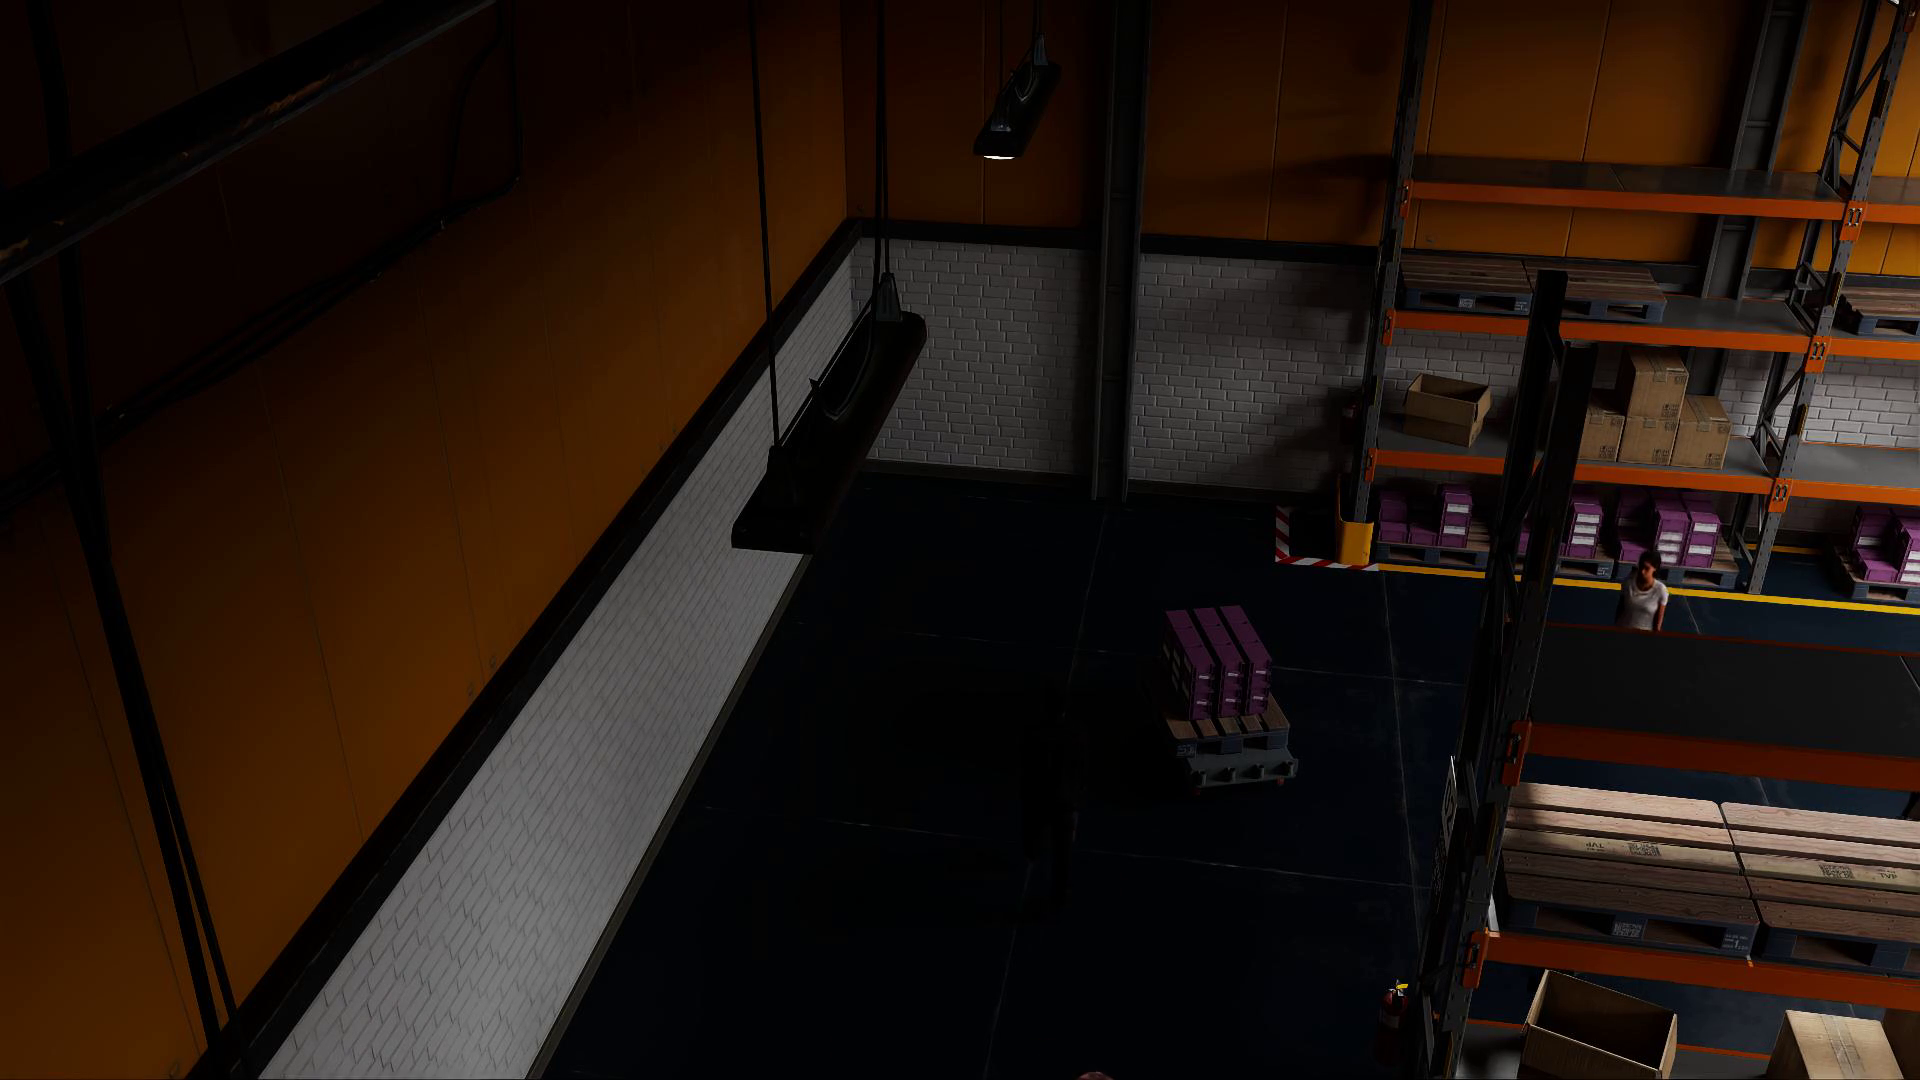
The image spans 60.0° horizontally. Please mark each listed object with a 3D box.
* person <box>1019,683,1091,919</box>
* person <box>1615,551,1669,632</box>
[{"bbox_3d":[0.705,1.982,12.429,1.168,1.861,0.944,-2,29,-4],"label":"person"},{"bbox_3d":[6.055,0.811,14.817,0.979,1.631,0.893,20,34,32],"label":"person"}]
